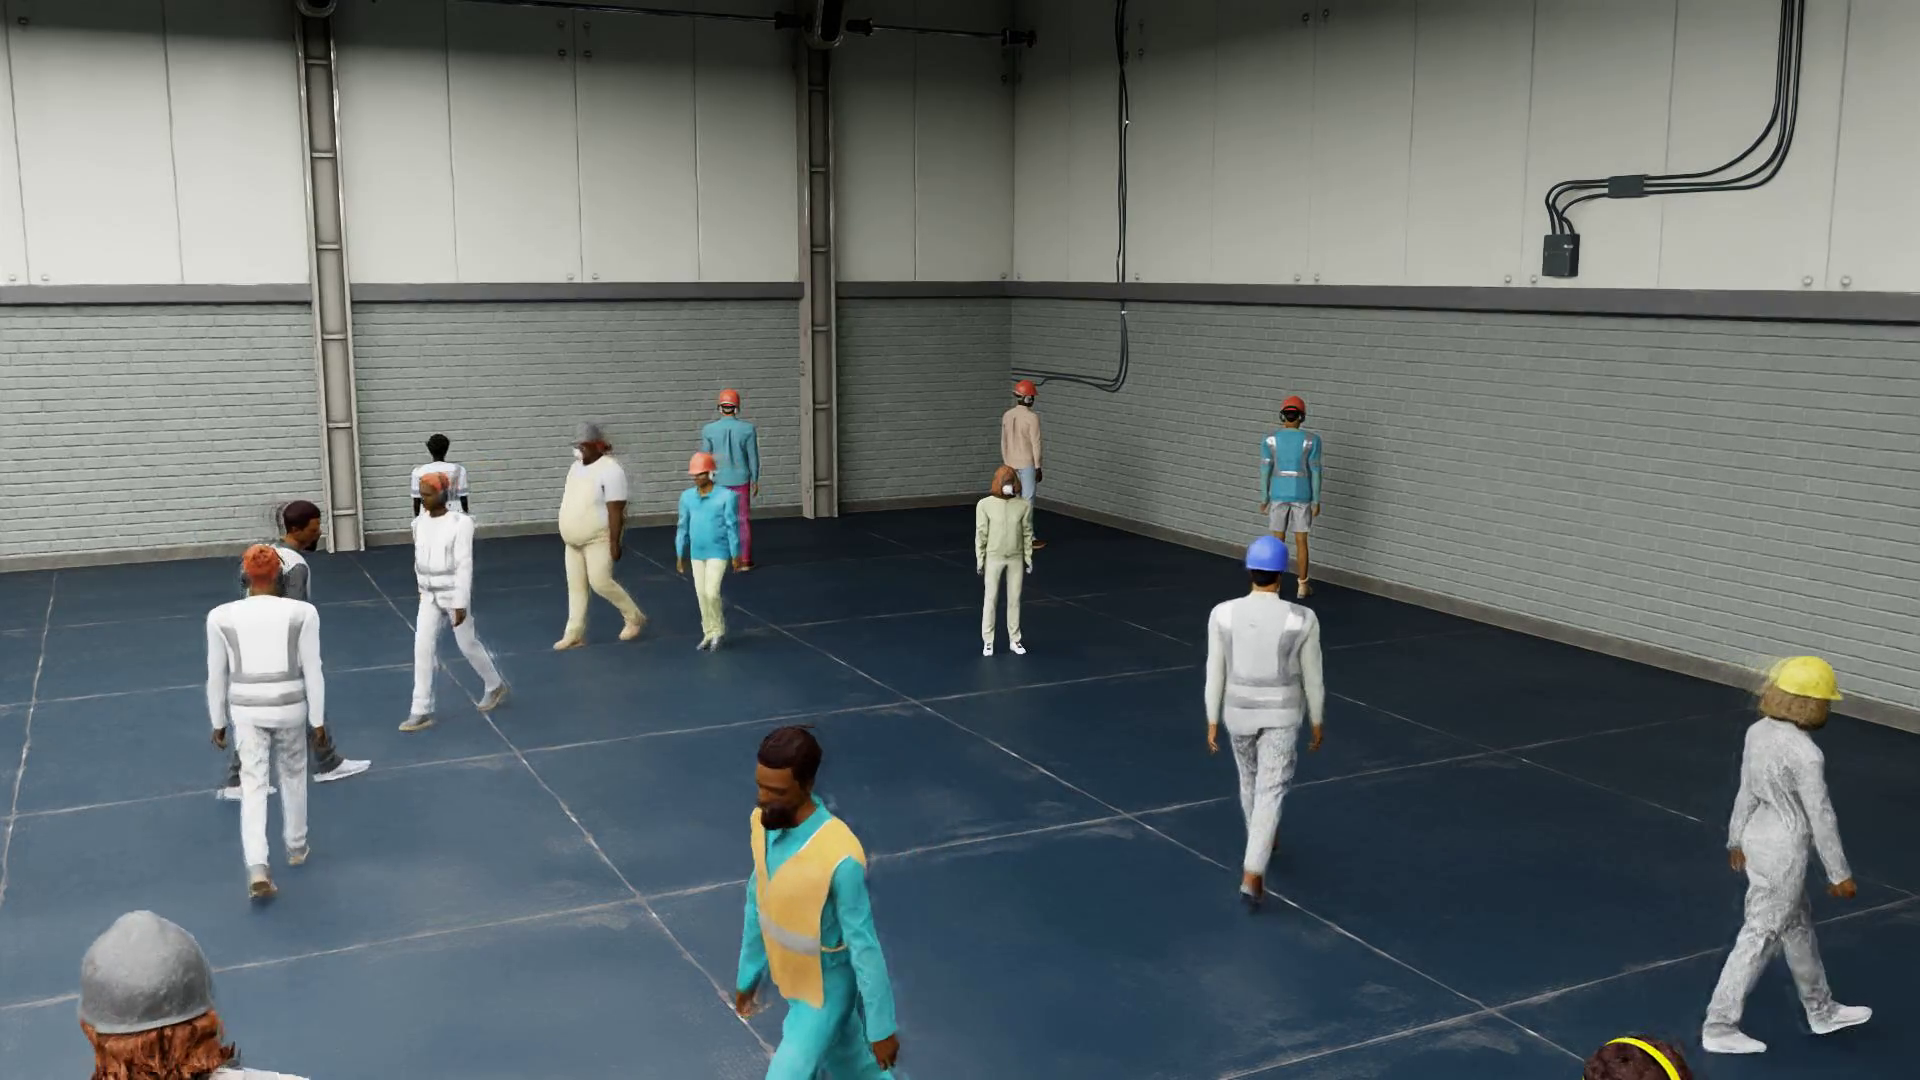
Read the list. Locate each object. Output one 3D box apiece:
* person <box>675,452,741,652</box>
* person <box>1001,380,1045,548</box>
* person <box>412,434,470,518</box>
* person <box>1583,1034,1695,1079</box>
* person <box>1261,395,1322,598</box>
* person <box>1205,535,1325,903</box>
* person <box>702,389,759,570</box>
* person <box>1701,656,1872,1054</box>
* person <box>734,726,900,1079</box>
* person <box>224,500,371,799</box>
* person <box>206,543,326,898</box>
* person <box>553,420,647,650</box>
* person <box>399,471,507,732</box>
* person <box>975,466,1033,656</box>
[{"bbox_3d":[-2.191,0.111,14.276,0.586,1.732,0.466,4,10,24],"label":"person"},{"bbox_3d":[0.756,-0.894,19.673,0.388,1.992,0.625,-8,12,-40],"label":"person"},{"bbox_3d":[-5.083,-0.195,16.318,0.546,1.689,0.322,-2,9,-13],"label":"person"},{"bbox_3d":[1.346,1.838,3.348,0.888,1.840,0.526,-6,11,-33],"label":"person"},{"bbox_3d":[3.326,-0.431,16.706,0.605,2.034,0.397,3,10,20],"label":"person"},{"bbox_3d":[1.607,0.920,8.816,0.611,1.907,1.007,5,10,28],"label":"person"},{"bbox_3d":[-2.501,-0.650,18.176,0.611,1.995,0.381,-1,9,-4],"label":"person"},{"bbox_3d":[3.532,1.322,6.924,0.869,1.697,0.498,0,9,2],"label":"person"},{"bbox_3d":[-0.464,1.480,5.517,1.052,1.855,0.634,-5,10,-28],"label":"person"},{"bbox_3d":[-4.172,0.678,10.389,0.973,1.863,0.622,-5,11,-29],"label":"person"},{"bbox_3d":[-3.698,0.941,8.874,0.584,1.848,0.947,-3,10,-18],"label":"person"},{"bbox_3d":[-3.191,-0.073,14.477,0.712,2.000,0.720,8,12,42],"label":"person"},{"bbox_3d":[-3.718,0.408,12.103,0.573,1.854,0.941,4,10,22],"label":"person"},{"bbox_3d":[0.381,0.175,14.200,0.507,1.632,0.276,-2,9,-14],"label":"person"}]
